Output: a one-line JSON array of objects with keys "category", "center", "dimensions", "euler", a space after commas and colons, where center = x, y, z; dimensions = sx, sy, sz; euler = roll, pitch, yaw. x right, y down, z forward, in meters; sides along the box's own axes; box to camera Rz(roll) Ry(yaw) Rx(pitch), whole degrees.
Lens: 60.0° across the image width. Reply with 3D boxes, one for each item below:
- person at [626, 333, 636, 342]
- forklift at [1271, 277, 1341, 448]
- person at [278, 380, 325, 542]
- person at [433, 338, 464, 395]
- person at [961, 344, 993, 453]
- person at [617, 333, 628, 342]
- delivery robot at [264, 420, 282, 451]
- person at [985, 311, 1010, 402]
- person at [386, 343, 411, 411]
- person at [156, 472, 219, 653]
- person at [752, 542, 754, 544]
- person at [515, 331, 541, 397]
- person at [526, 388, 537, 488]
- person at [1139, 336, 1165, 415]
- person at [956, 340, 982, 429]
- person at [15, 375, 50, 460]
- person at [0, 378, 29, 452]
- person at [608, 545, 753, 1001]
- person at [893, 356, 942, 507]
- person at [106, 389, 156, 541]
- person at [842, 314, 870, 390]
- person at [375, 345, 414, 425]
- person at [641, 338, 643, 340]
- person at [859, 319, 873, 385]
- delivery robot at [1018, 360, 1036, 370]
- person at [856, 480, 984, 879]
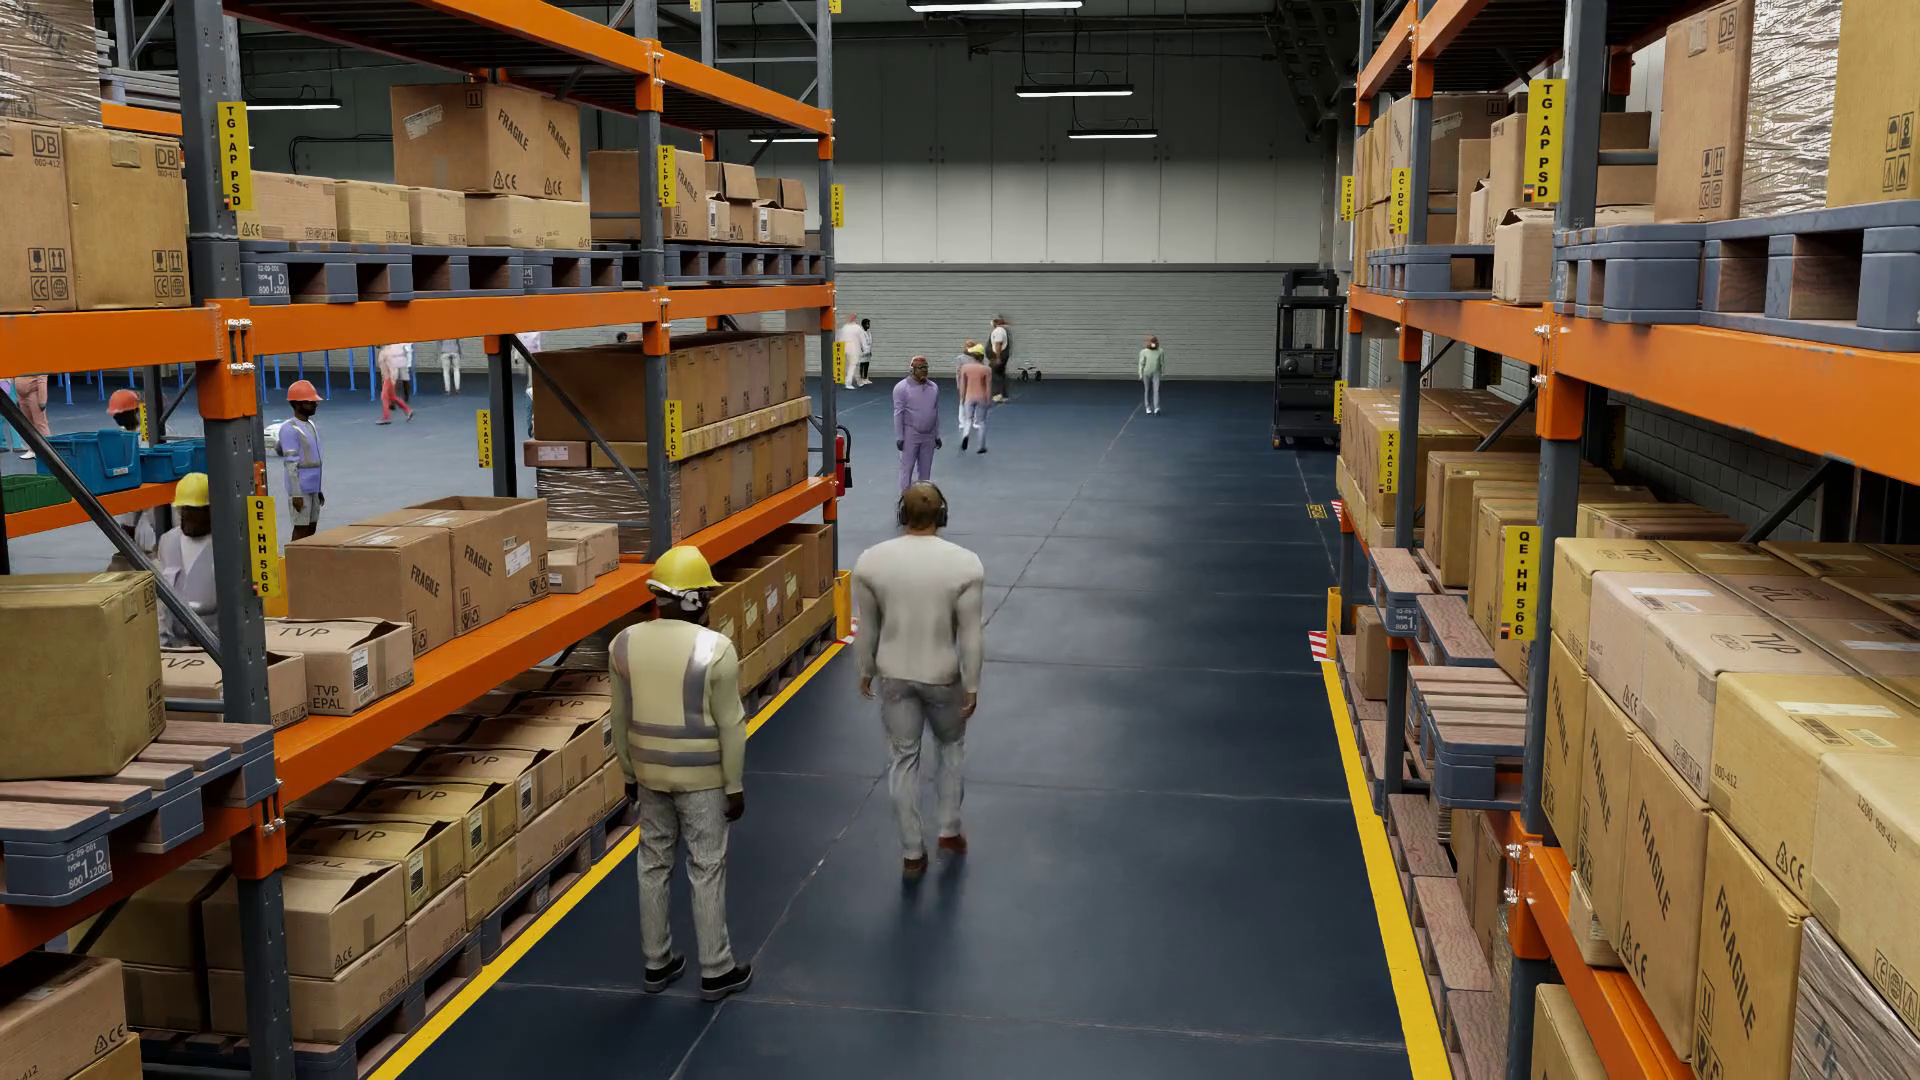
[{"category": "person", "center": [-7.060, -3.669, 35.853], "dimensions": [0.844, 1.597, 0.501], "euler": [-5, 10, -28]}, {"category": "forklift", "center": [5.847, -3.016, 27.970], "dimensions": [1.129, 2.768, 1.873], "euler": [1, 9, 9]}, {"category": "person", "center": [-5.899, -0.471, 15.031], "dimensions": [0.361, 1.939, 0.542], "euler": [0, 9, -1]}, {"category": "person", "center": [-12.073, -4.389, 39.280], "dimensions": [0.691, 1.919, 0.508], "euler": [-4, 10, -22]}, {"category": "person", "center": [0.258, -2.267, 26.685], "dimensions": [0.534, 1.751, 0.498], "euler": [3, 10, 18]}, {"category": "person", "center": [-6.918, -3.440, 34.215], "dimensions": [0.556, 1.642, 0.886], "euler": [-7, 11, -36]}, {"category": "delivery robot", "center": [-10.895, -1.673, 26.545], "dimensions": [0.477, 0.478, 0.707], "euler": [1, 9, 9]}, {"category": "person", "center": [0.825, -4.064, 37.013], "dimensions": [0.561, 2.000, 0.708], "euler": [2, 9, 12]}, {"category": "person", "center": [-11.829, -3.684, 35.039], "dimensions": [0.551, 1.885, 1.008], "euler": [-1, 9, -7]}, {"category": "person", "center": [-4.162, 0.531, 9.190], "dimensions": [0.606, 1.830, 0.404], "euler": [2, 9, 12]}, {"category": "person", "center": [-1.982, -0.318, 14.278], "dimensions": [1.001, 1.894, 0.552], "euler": [2, 9, 11]}, {"category": "person", "center": [-10.056, -4.305, 38.740], "dimensions": [0.603, 1.916, 0.512], "euler": [1, 9, 4]}, {"category": "person", "center": [-5.577, -1.511, 22.401], "dimensions": [0.519, 1.633, 0.311], "euler": [1, 9, 5]}, {"category": "person", "center": [3.908, -3.345, 33.815], "dimensions": [0.521, 1.582, 0.874], "euler": [0, 9, -2]}, {"category": "person", "center": [0.175, -2.894, 30.919], "dimensions": [0.498, 1.633, 0.282], "euler": [-2, 9, -11]}, {"category": "person", "center": [-14.418, -2.193, 25.797], "dimensions": [0.636, 1.899, 0.402], "euler": [5, 10, 28]}, {"category": "person", "center": [-15.397, -2.329, 26.803], "dimensions": [0.563, 1.837, 0.389], "euler": [1, 9, 7]}, {"category": "person", "center": [-1.117, 0.932, 6.721], "dimensions": [0.591, 1.829, 0.404], "euler": [4, 10, 23]}, {"category": "person", "center": [-0.490, -1.249, 19.930], "dimensions": [0.636, 1.911, 0.406], "euler": [-6, 11, -35]}, {"category": "person", "center": [-7.296, -0.441, 15.067], "dimensions": [0.555, 1.894, 0.939], "euler": [6, 11, 32]}, {"category": "person", "center": [-2.556, -4.666, 41.172], "dimensions": [0.641, 1.857, 0.987], "euler": [8, 12, 41]}, {"category": "person", "center": [-10.868, -3.100, 31.874], "dimensions": [0.728, 1.737, 0.540], "euler": [-5, 11, -29]}, {"category": "person", "center": [-6.403, -3.626, 34.783], "dimensions": [0.506, 1.846, 0.349], "euler": [-2, 9, -11]}, {"category": "person", "center": [-2.437, -4.836, 42.728], "dimensions": [0.321, 1.689, 0.530], "euler": [4, 10, 25]}, {"category": "delivery robot", "center": [1.783, -4.652, 44.120], "dimensions": [0.335, 0.223, 0.698], "euler": [6, 11, 31]}, {"category": "person", "center": [-0.188, 0.656, 8.134], "dimensions": [0.643, 1.917, 0.632], "euler": [1, 9, 6]}]
